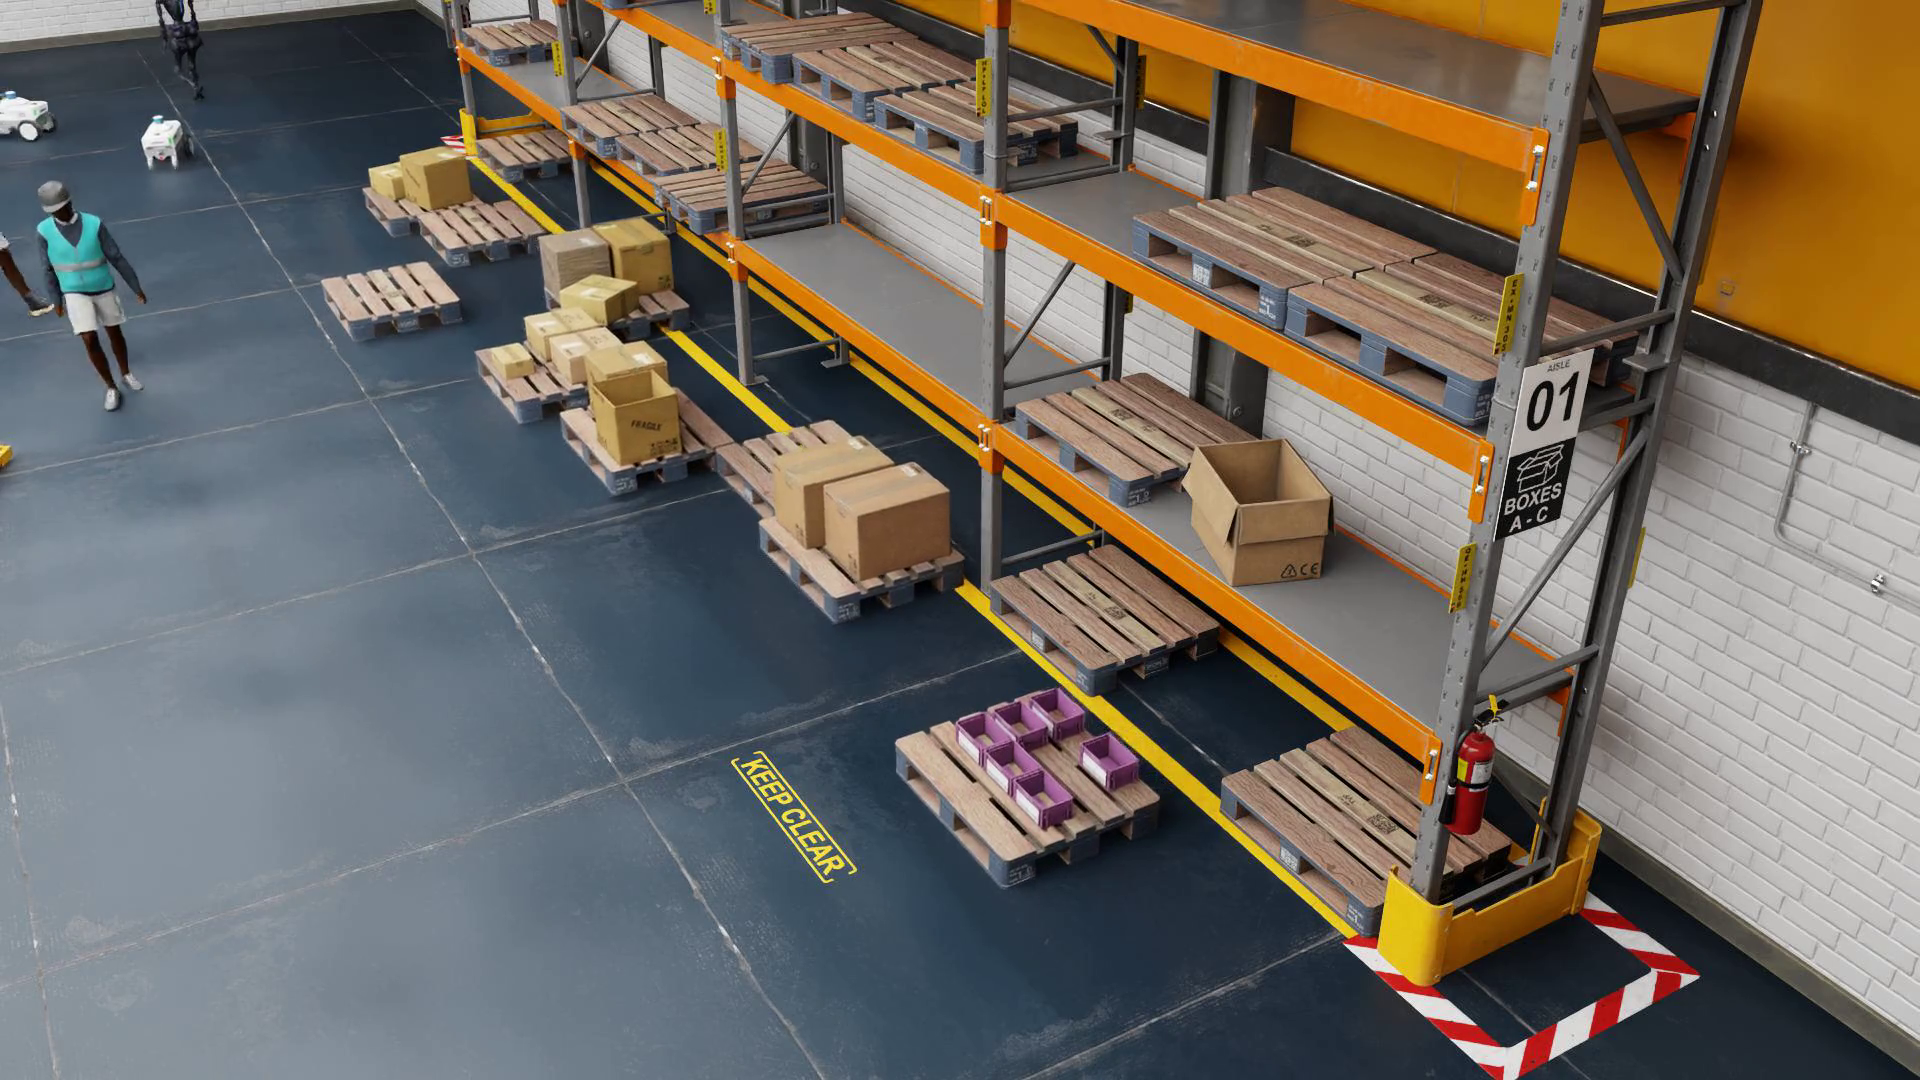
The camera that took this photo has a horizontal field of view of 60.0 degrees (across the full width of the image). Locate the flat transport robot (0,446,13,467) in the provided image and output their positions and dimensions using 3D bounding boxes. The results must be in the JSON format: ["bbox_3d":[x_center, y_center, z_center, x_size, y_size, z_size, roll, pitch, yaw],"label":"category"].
[{"bbox_3d":[-7.641,-0.370,12.285,0.659,0.231,1.431,-3,30,-5],"label":"flat transport robot"}]

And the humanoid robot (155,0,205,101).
[{"bbox_3d":[-10.221,-6.635,21.916,0.441,1.640,0.589,17,33,27],"label":"humanoid robot"}]

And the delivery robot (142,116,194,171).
[{"bbox_3d":[-9.411,-4.709,19.669,0.499,0.609,0.807,-7,30,-12],"label":"delivery robot"}]

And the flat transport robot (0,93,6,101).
[{"bbox_3d":[-12.746,-5.405,21.174,0.659,0.231,1.431,21,36,32],"label":"flat transport robot"}]

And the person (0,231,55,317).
[{"bbox_3d":[-8.849,-2.876,15.030,0.963,1.919,0.644,4,30,8],"label":"person"}]

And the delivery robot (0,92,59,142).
[{"bbox_3d":[-11.680,-5.251,20.601,0.767,0.583,0.499,1,30,1],"label":"delivery robot"}]

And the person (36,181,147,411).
[{"bbox_3d":[-7.026,-2.014,13.541,0.683,1.897,0.765,-18,34,-29],"label":"person"}]
